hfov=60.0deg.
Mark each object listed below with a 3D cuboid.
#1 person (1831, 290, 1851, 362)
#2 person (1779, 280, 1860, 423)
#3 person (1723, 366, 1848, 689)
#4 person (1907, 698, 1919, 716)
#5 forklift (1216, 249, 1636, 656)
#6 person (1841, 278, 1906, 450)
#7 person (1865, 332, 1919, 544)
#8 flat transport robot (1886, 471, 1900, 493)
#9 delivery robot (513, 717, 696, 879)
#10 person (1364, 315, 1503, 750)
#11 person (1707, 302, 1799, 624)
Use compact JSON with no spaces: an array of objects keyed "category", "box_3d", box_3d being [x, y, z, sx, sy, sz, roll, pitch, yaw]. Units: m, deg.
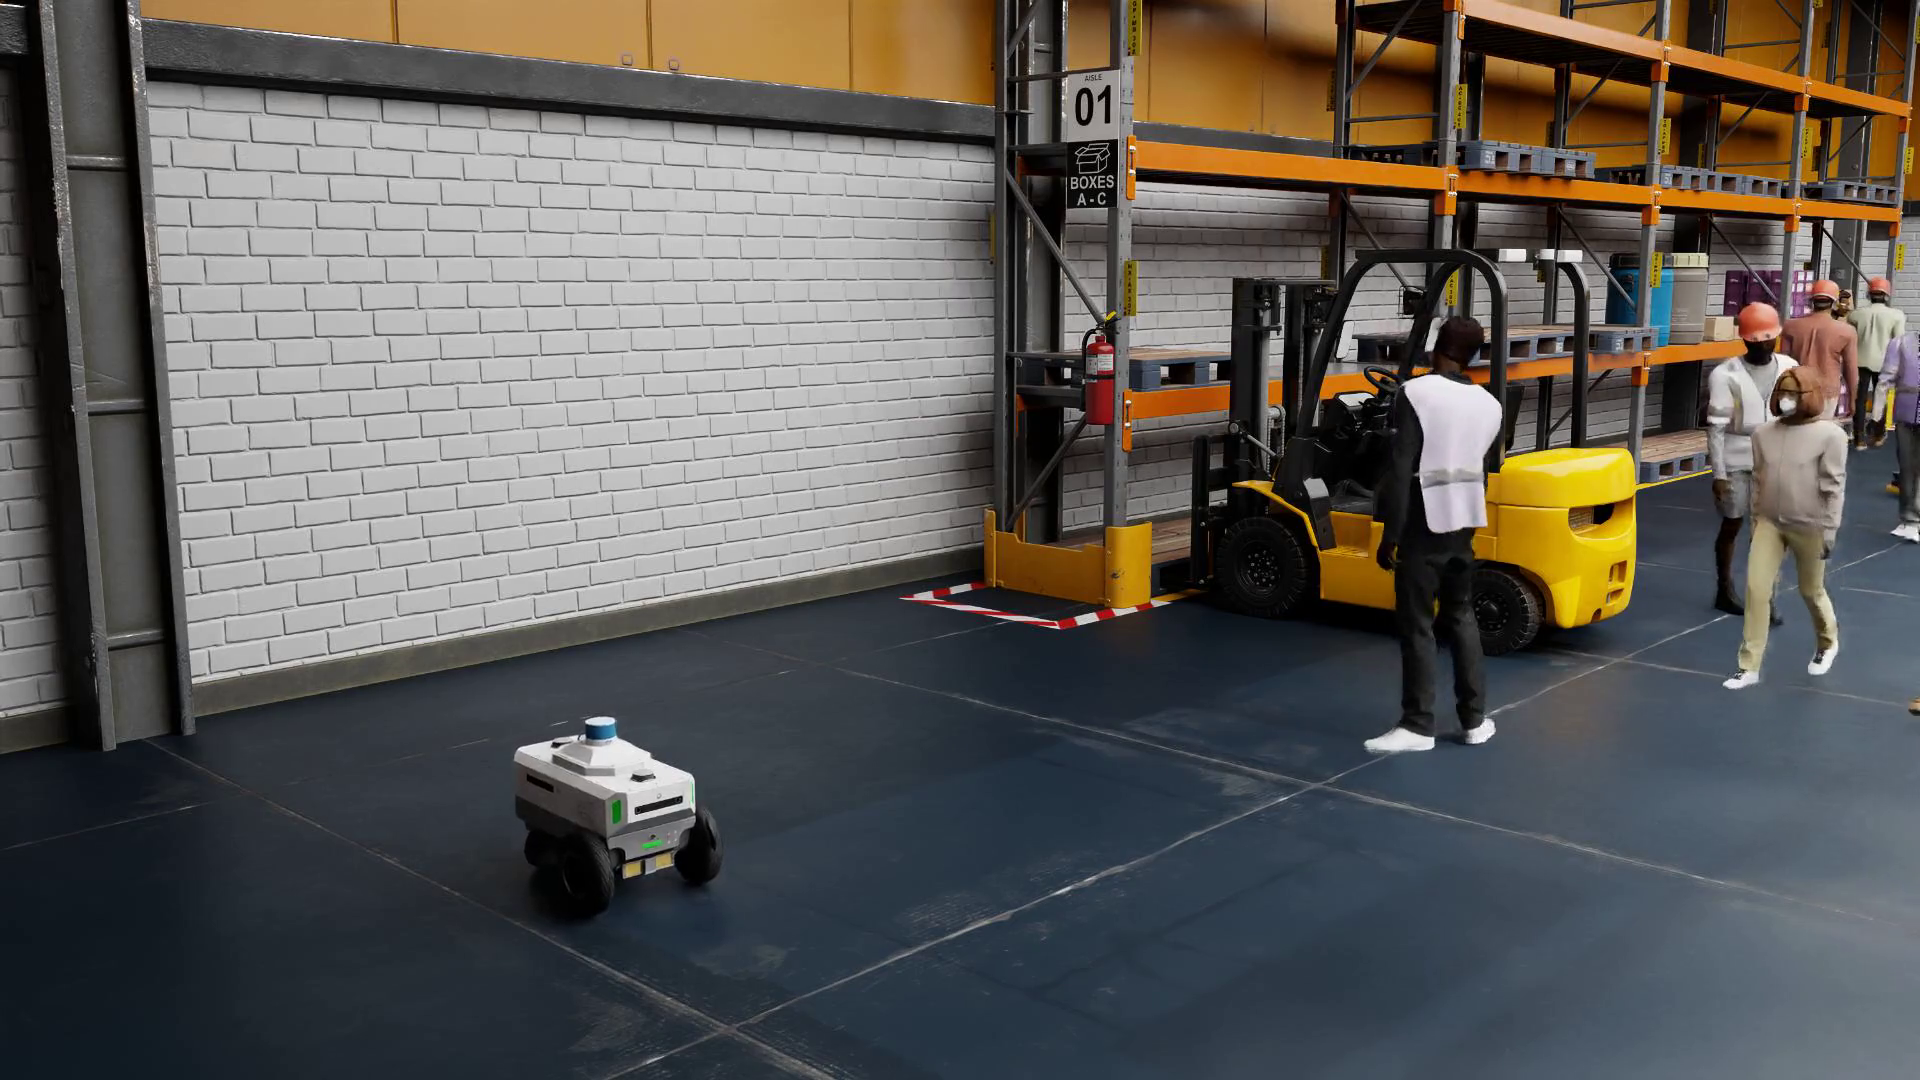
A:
[{"category":"person","box_3d":[8.940,-1.641,17.144,0.508,1.860,0.334,-9,13,-44]},{"category":"person","box_3d":[7.486,-1.270,14.497,0.659,1.968,0.774,8,12,40]},{"category":"person","box_3d":[4.188,-0.067,8.300,0.797,1.604,0.506,-6,11,-34]},{"category":"person","box_3d":[4.707,-0.100,7.402,0.938,1.946,0.630,-5,10,-28]},{"category":"forklift","box_3d":[2.710,-0.584,9.626,2.313,2.155,1.214,9,13,43]},{"category":"person","box_3d":[10.571,-2.037,19.252,0.647,1.950,0.962,6,11,33]},{"category":"person","box_3d":[7.262,-0.916,12.620,0.619,1.873,0.853,9,13,43]},{"category":"flat transport robot","box_3d":[9.066,-0.454,14.708,0.652,0.197,1.431,-4,10,-24]},{"category":"delivery robot","box_3d":[-1.207,0.841,5.610,0.477,0.478,0.707,-8,12,-42]},{"category":"person","box_3d":[2.074,-0.014,7.140,0.686,1.877,0.369,-7,11,-35]},{"category":"person","box_3d":[4.619,-0.445,9.736,0.573,1.874,0.757,0,9,0]}]
